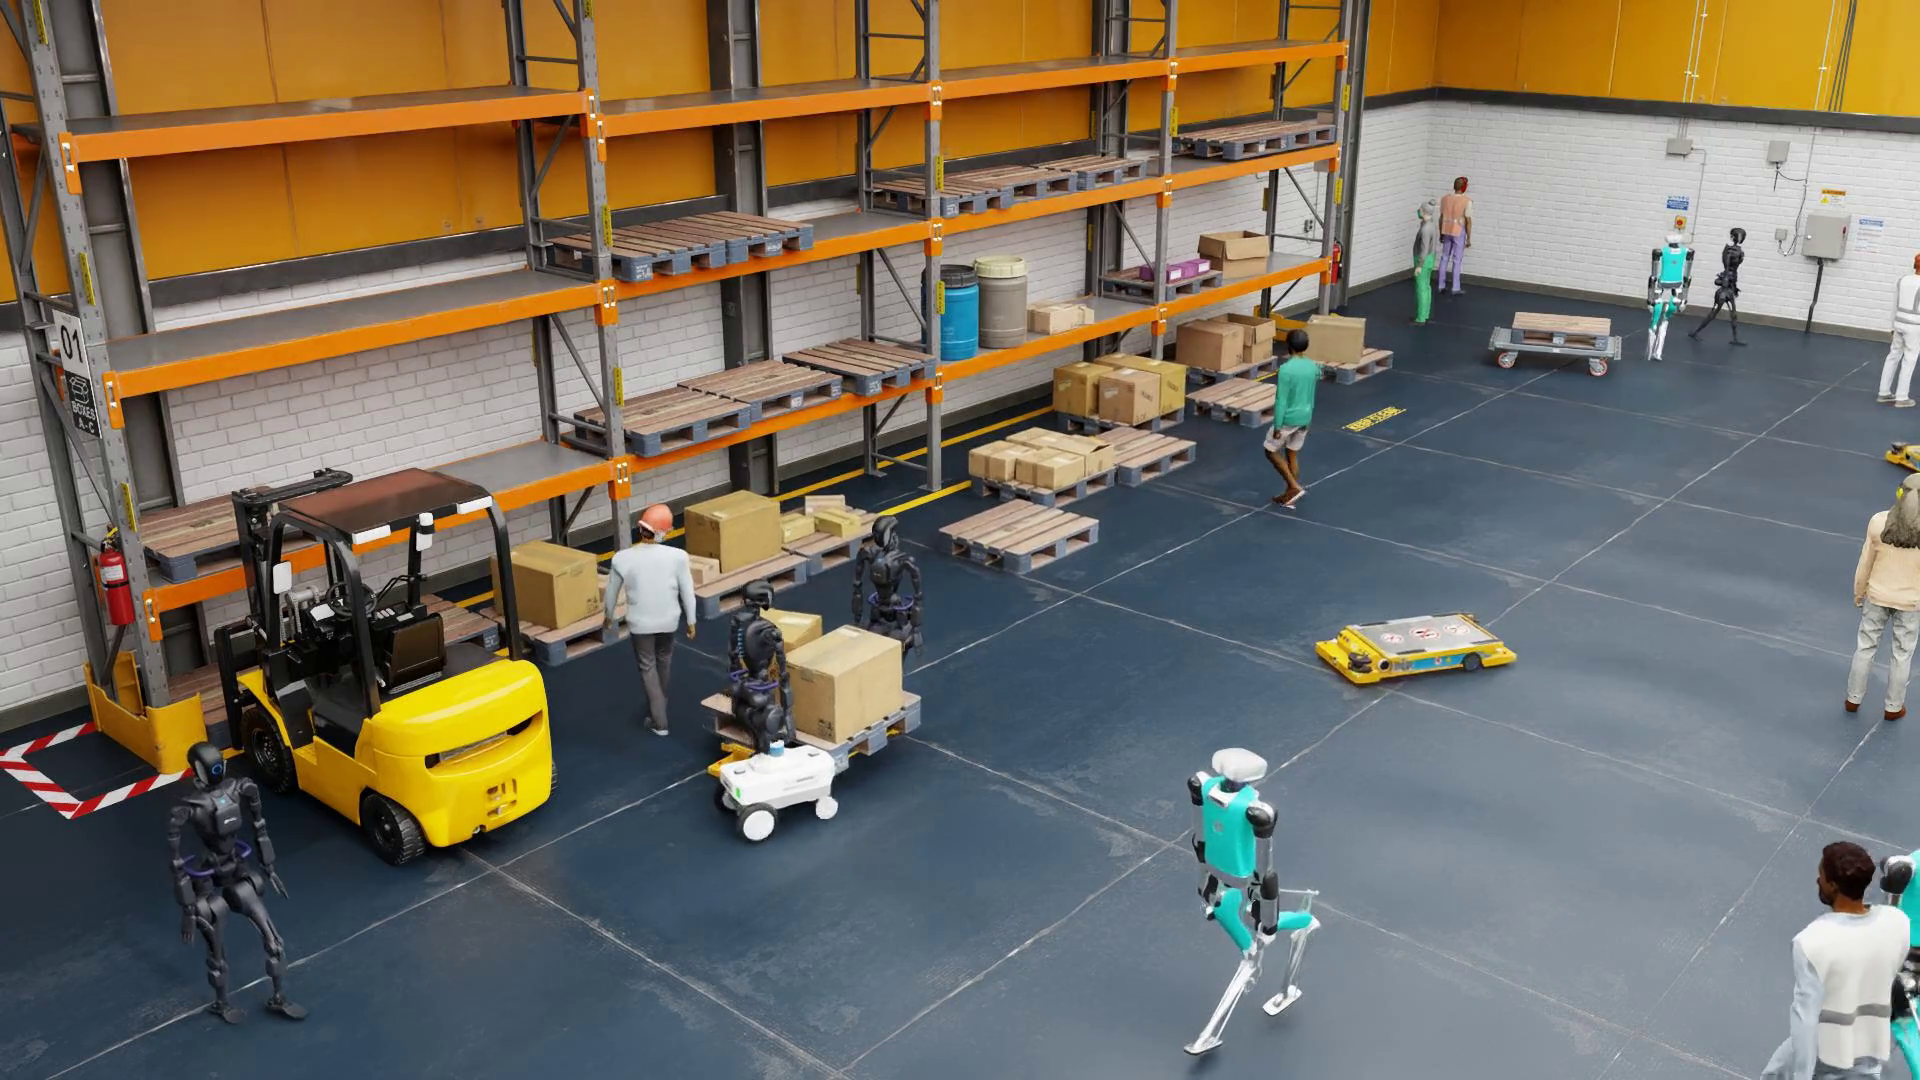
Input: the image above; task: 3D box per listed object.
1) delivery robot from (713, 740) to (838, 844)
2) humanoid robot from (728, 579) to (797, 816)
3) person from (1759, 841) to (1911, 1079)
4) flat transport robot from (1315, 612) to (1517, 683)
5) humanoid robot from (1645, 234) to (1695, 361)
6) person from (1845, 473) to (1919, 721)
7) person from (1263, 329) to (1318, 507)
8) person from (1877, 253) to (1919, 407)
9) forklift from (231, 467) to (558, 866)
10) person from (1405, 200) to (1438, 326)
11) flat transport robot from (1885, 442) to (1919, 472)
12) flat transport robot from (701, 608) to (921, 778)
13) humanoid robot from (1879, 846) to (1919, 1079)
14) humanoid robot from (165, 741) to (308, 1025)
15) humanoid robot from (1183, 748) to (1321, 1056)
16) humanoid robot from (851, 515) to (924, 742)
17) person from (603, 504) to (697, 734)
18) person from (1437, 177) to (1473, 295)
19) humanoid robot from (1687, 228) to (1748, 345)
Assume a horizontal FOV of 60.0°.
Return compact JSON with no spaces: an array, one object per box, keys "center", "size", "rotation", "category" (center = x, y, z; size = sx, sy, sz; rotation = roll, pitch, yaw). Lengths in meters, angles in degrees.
[{"center":[-1.204,1.594,10.820],"size":[0.781,0.595,0.499],"rotation":[-10,23,-26],"category":"delivery robot"},{"center":[-1.259,1.023,10.743],"size":[0.612,1.647,0.399],"rotation":[19,27,41],"category":"humanoid robot"},{"center":[3.810,2.167,7.379],"size":[0.603,1.865,1.012],"rotation":[-5,21,-13],"category":"person"},{"center":[3.625,0.855,13.233],"size":[1.431,0.231,0.659],"rotation":[-6,21,-16],"category":"flat transport robot"},{"center":[9.361,-3.176,22.174],"size":[0.551,1.884,0.732],"rotation":[2,20,6],"category":"humanoid robot"},{"center":[6.803,0.420,12.096],"size":[0.565,1.876,0.406],"rotation":[15,25,34],"category":"person"},{"center":[3.296,-1.189,16.514],"size":[0.519,1.831,0.450],"rotation":[-13,24,-31],"category":"person"},{"center":[11.500,-2.547,20.141],"size":[0.355,1.878,0.565],"rotation":[-5,21,-13],"category":"person"},{"center":[-3.730,0.710,10.856],"size":[2.313,2.155,1.214],"rotation":[17,26,38],"category":"forklift"},{"center":[6.757,-4.047,24.250],"size":[0.325,1.838,0.523],"rotation":[11,23,26],"category":"person"},{"center":[10.544,-0.741,17.558],"size":[0.659,0.231,1.431],"rotation":[-3,20,-7],"category":"flat transport robot"},{"center":[-1.039,1.408,11.735],"size":[0.659,0.231,1.431],"rotation":[14,25,34],"category":"flat transport robot"},{"center":[4.440,2.226,7.525],"size":[0.531,1.869,0.737],"rotation":[0,20,0],"category":"humanoid robot"},{"center":[-3.801,1.804,8.635],"size":[0.498,1.643,0.589],"rotation":[12,23,29],"category":"humanoid robot"},{"center":[1.553,1.810,8.572],"size":[1.040,1.745,0.543],"rotation":[-15,25,-35],"category":"humanoid robot"},{"center":[-0.534,0.601,11.891],"size":[0.614,1.643,0.455],"rotation":[10,23,26],"category":"humanoid robot"},{"center":[-2.243,0.540,11.998],"size":[0.637,1.716,0.586],"rotation":[-7,21,-17],"category":"person"},{"center":[7.821,-4.812,26.312],"size":[0.383,1.845,0.569],"rotation":[-17,26,-38],"category":"person"},{"center":[10.673,-3.535,23.171],"size":[0.788,1.633,0.610],"rotation":[15,25,36],"category":"humanoid robot"}]
